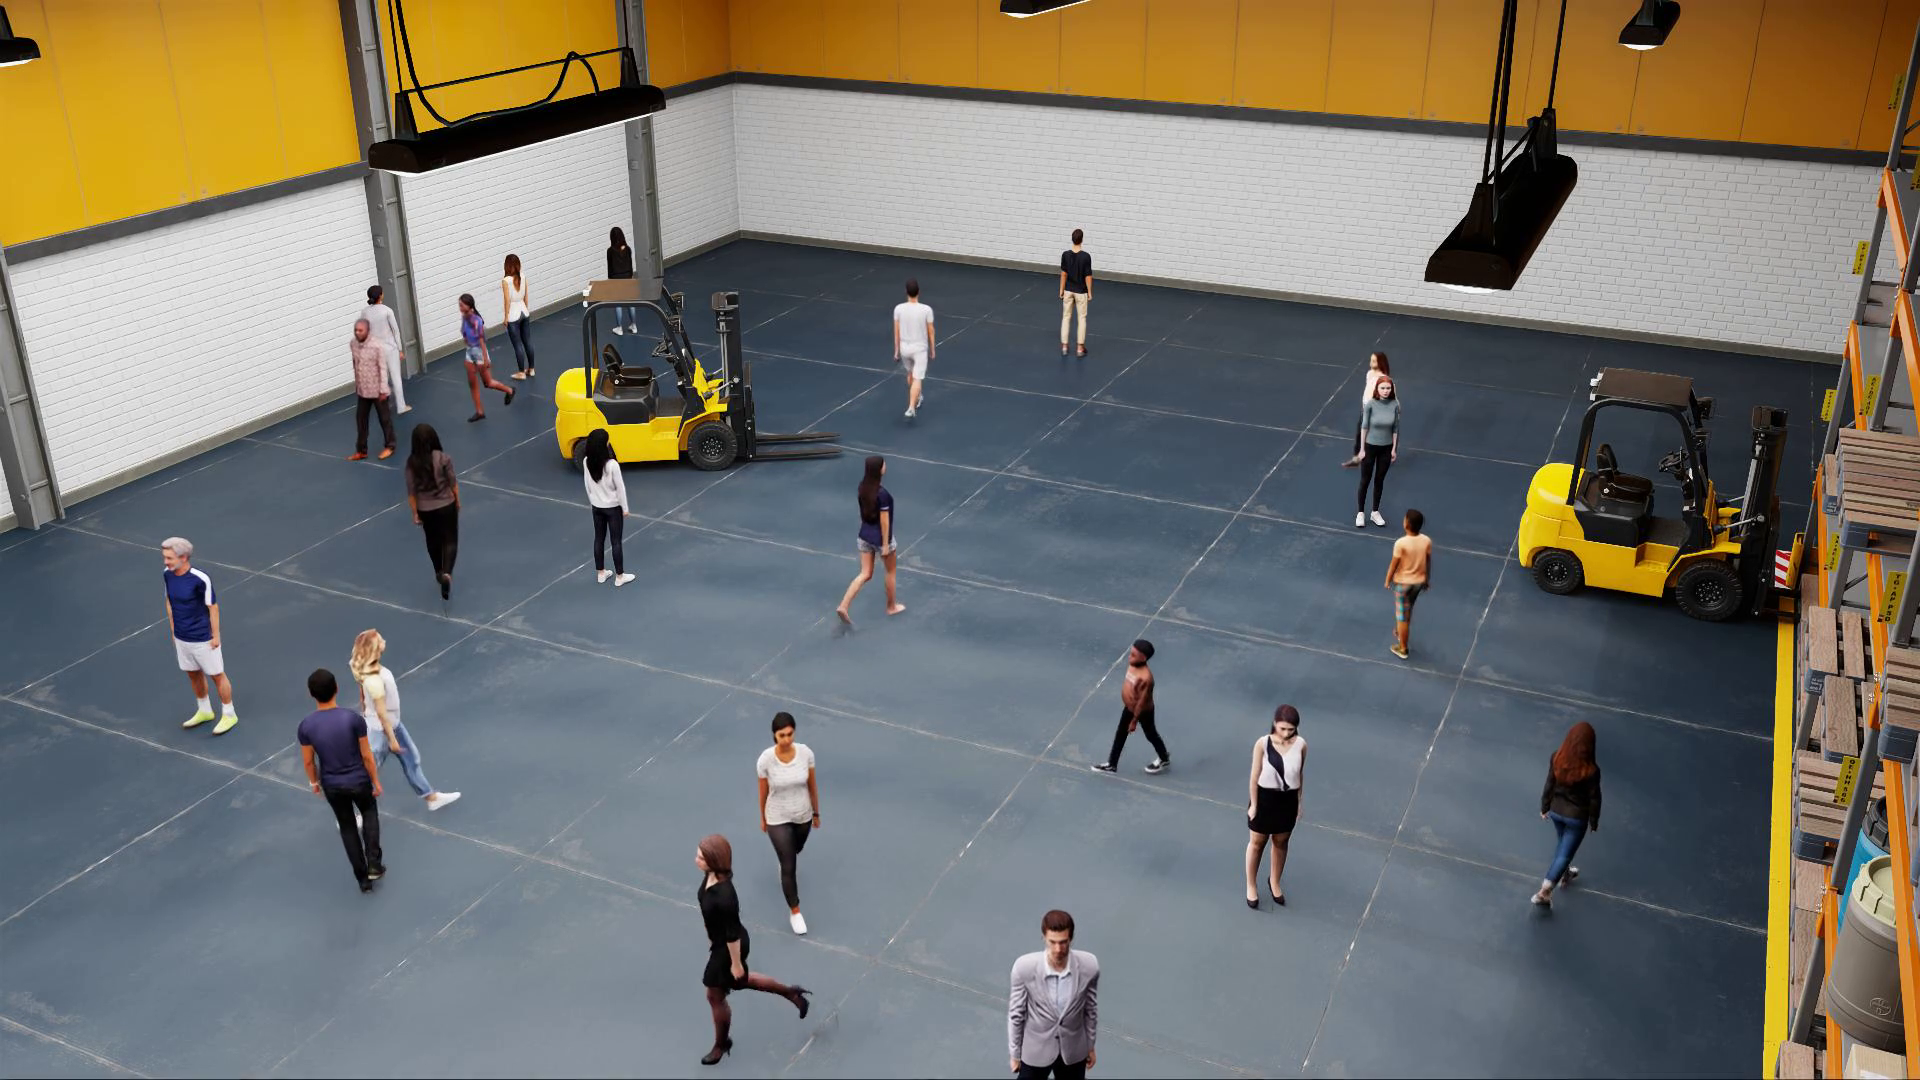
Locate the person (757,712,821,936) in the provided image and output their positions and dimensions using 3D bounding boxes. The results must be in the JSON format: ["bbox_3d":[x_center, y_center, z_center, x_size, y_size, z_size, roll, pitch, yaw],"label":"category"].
[{"bbox_3d":[-1.247,1.947,11.963,1.048,1.614,1.099,-9,25,-19],"label":"person"}]

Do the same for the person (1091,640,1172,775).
[{"bbox_3d":[1.542,1.402,13.702,0.949,1.220,0.885,-8,25,-19],"label":"person"}]

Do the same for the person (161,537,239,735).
[{"bbox_3d":[-6.570,0.799,14.314,0.656,1.835,0.568,8,25,17],"label":"person"}]

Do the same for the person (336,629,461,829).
[{"bbox_3d":[-4.567,1.518,12.873,1.253,1.672,1.107,-12,26,-26],"label":"person"}]

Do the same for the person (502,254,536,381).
[{"bbox_3d":[-6.214,-3.145,23.399,0.684,1.785,0.506,15,28,30],"label":"person"}]

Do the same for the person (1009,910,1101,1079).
[{"bbox_3d":[0.535,2.884,9.522,0.764,1.852,0.763,-2,24,-5],"label":"person"}]

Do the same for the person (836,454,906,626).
[{"bbox_3d":[-0.888,0.032,16.186,0.824,1.741,1.130,22,32,40],"label":"person"}]

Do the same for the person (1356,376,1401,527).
[{"bbox_3d":[4.652,-0.995,18.532,0.672,1.743,0.687,-2,24,-4],"label":"person"}]

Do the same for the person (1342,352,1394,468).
[{"bbox_3d":[5.074,-1.565,20.195,1.022,1.457,0.939,-10,26,-22],"label":"person"}]

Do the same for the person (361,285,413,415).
[{"bbox_3d":[-7.638,-2.528,22.048,0.690,1.737,0.650,3,24,7],"label":"person"}]

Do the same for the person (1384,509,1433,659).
[{"bbox_3d":[4.259,0.435,15.635,0.774,1.444,0.853,-6,24,-13],"label":"person"}]

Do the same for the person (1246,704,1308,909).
[{"bbox_3d":[2.272,1.907,12.008,0.639,1.651,0.670,-4,24,-9],"label":"person"}]

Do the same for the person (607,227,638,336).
[{"bbox_3d":[-5.188,-3.981,25.489,0.621,1.643,0.700,-12,27,-26],"label":"person"}]

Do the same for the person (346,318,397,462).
[{"bbox_3d":[-7.201,-1.892,20.524,0.758,1.792,0.882,9,25,20],"label":"person"}]

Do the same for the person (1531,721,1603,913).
[{"bbox_3d":[4.380,2.003,12.030,1.036,1.458,0.814,-19,30,-37],"label":"person"}]

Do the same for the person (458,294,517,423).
[{"bbox_3d":[-6.245,-2.408,21.806,0.754,1.710,1.042,19,30,37],"label":"person"}]

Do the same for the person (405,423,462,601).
[{"bbox_3d":[-5.269,-0.243,16.724,0.971,1.813,1.159,-2,24,-6],"label":"person"}]

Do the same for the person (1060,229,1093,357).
[{"bbox_3d":[1.705,-3.644,24.457,0.640,1.852,0.557,9,25,20],"label":"person"}]

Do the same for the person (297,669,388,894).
[{"bbox_3d":[-4.476,1.814,12.076,0.768,1.767,0.820,-6,24,-14],"label":"person"}]

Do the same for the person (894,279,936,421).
[{"bbox_3d":[-0.612,-2.461,21.794,0.874,1.816,1.297,5,24,11],"label":"person"}]

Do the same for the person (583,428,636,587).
[{"bbox_3d":[-3.644,-0.351,17.112,0.610,1.701,0.543,10,26,22],"label":"person"}]

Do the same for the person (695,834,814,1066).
[{"bbox_3d":[-1.368,2.568,10.465,1.042,1.677,0.992,-8,25,-18],"label":"person"}]
